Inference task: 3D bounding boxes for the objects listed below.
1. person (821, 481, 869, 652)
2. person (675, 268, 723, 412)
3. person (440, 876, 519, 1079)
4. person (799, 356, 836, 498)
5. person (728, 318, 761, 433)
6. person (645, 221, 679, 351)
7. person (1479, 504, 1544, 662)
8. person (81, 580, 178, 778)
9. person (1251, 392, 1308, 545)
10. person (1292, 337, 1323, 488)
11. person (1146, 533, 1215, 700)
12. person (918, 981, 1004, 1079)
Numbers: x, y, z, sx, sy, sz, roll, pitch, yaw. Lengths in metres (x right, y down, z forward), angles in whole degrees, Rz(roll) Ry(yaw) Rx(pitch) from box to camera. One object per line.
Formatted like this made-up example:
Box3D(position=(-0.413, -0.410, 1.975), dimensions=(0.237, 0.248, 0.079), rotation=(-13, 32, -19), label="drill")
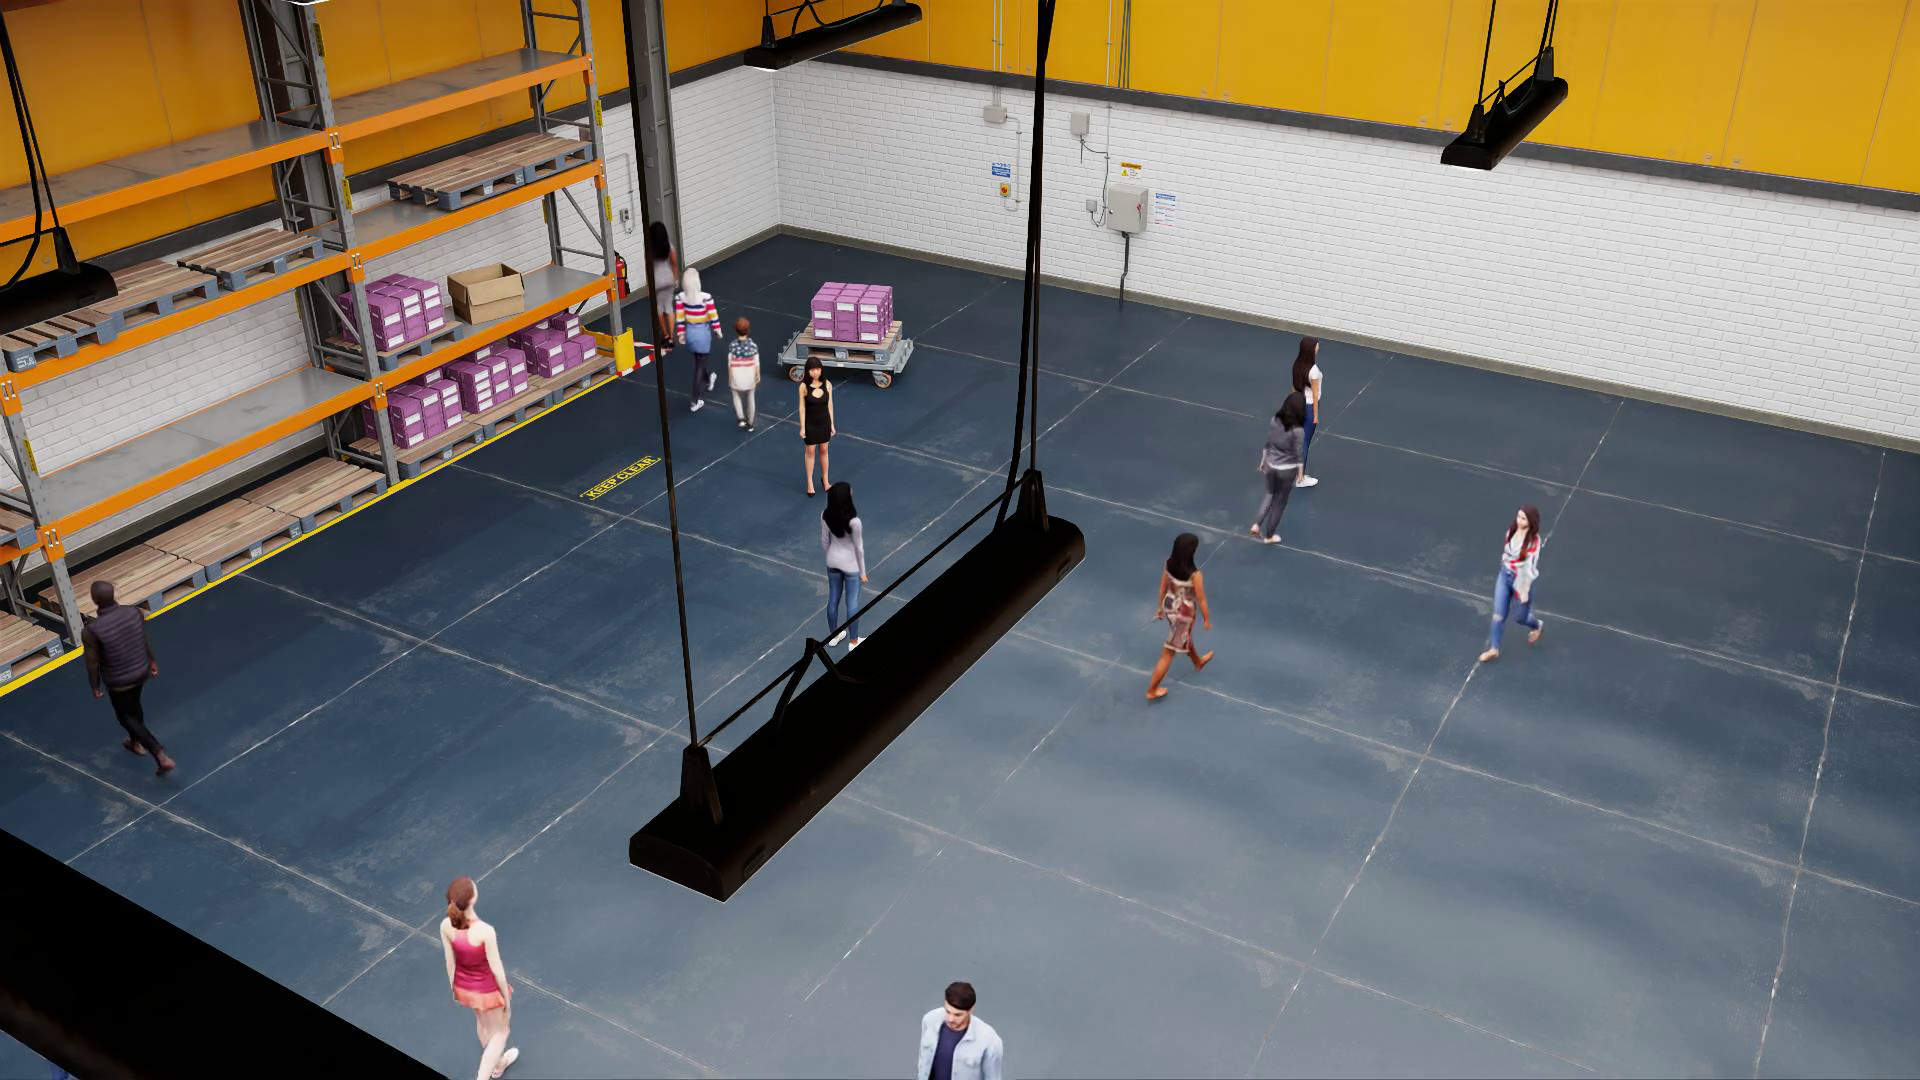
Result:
Box3D(position=(-1.104, 0.244, 15.694), dimensions=(0.611, 1.735, 0.519), rotation=(17, 33, 28), label="person")
Box3D(position=(-3.277, -2.457, 20.622), dimensions=(0.801, 1.757, 1.156), rotation=(10, 30, 17), label="person")
Box3D(position=(-3.135, 2.947, 10.734), dimensions=(0.727, 1.738, 1.034), rotation=(7, 29, 13), label="person")
Box3D(position=(-1.605, -1.282, 18.579), dimensions=(0.593, 1.650, 0.676), rotation=(-10, 30, -18), label="person")
Box3D(position=(-2.612, -1.970, 20.069), dimensions=(0.624, 1.431, 0.668), rotation=(-5, 29, -9), label="person")
Box3D(position=(-3.986, -3.393, 22.326), dimensions=(0.744, 1.769, 0.826), rotation=(-13, 31, -23), label="person")
Box3D(position=(5.266, 0.393, 15.567), dimensions=(1.061, 1.595, 0.888), rotation=(-15, 32, -25), label="person")
Box3D(position=(-6.941, 1.177, 13.907), dimensions=(0.765, 1.806, 1.043), rotation=(15, 32, 25), label="person")
Box3D(position=(3.306, -0.698, 17.413), dimensions=(0.774, 1.741, 0.737), rotation=(-25, 37, -38), label="person")
Box3D(position=(3.877, -1.456, 18.768), dimensions=(0.694, 1.775, 0.668), rotation=(-13, 31, -22), label="person")
Box3D(position=(1.918, 0.718, 14.969), dimensions=(1.208, 1.597, 0.926), rotation=(-20, 35, -33), label="person")
Box3D(position=(0.012, 3.304, 10.022), dimensions=(0.682, 1.794, 0.918), rotation=(16, 33, 27), label="person")
